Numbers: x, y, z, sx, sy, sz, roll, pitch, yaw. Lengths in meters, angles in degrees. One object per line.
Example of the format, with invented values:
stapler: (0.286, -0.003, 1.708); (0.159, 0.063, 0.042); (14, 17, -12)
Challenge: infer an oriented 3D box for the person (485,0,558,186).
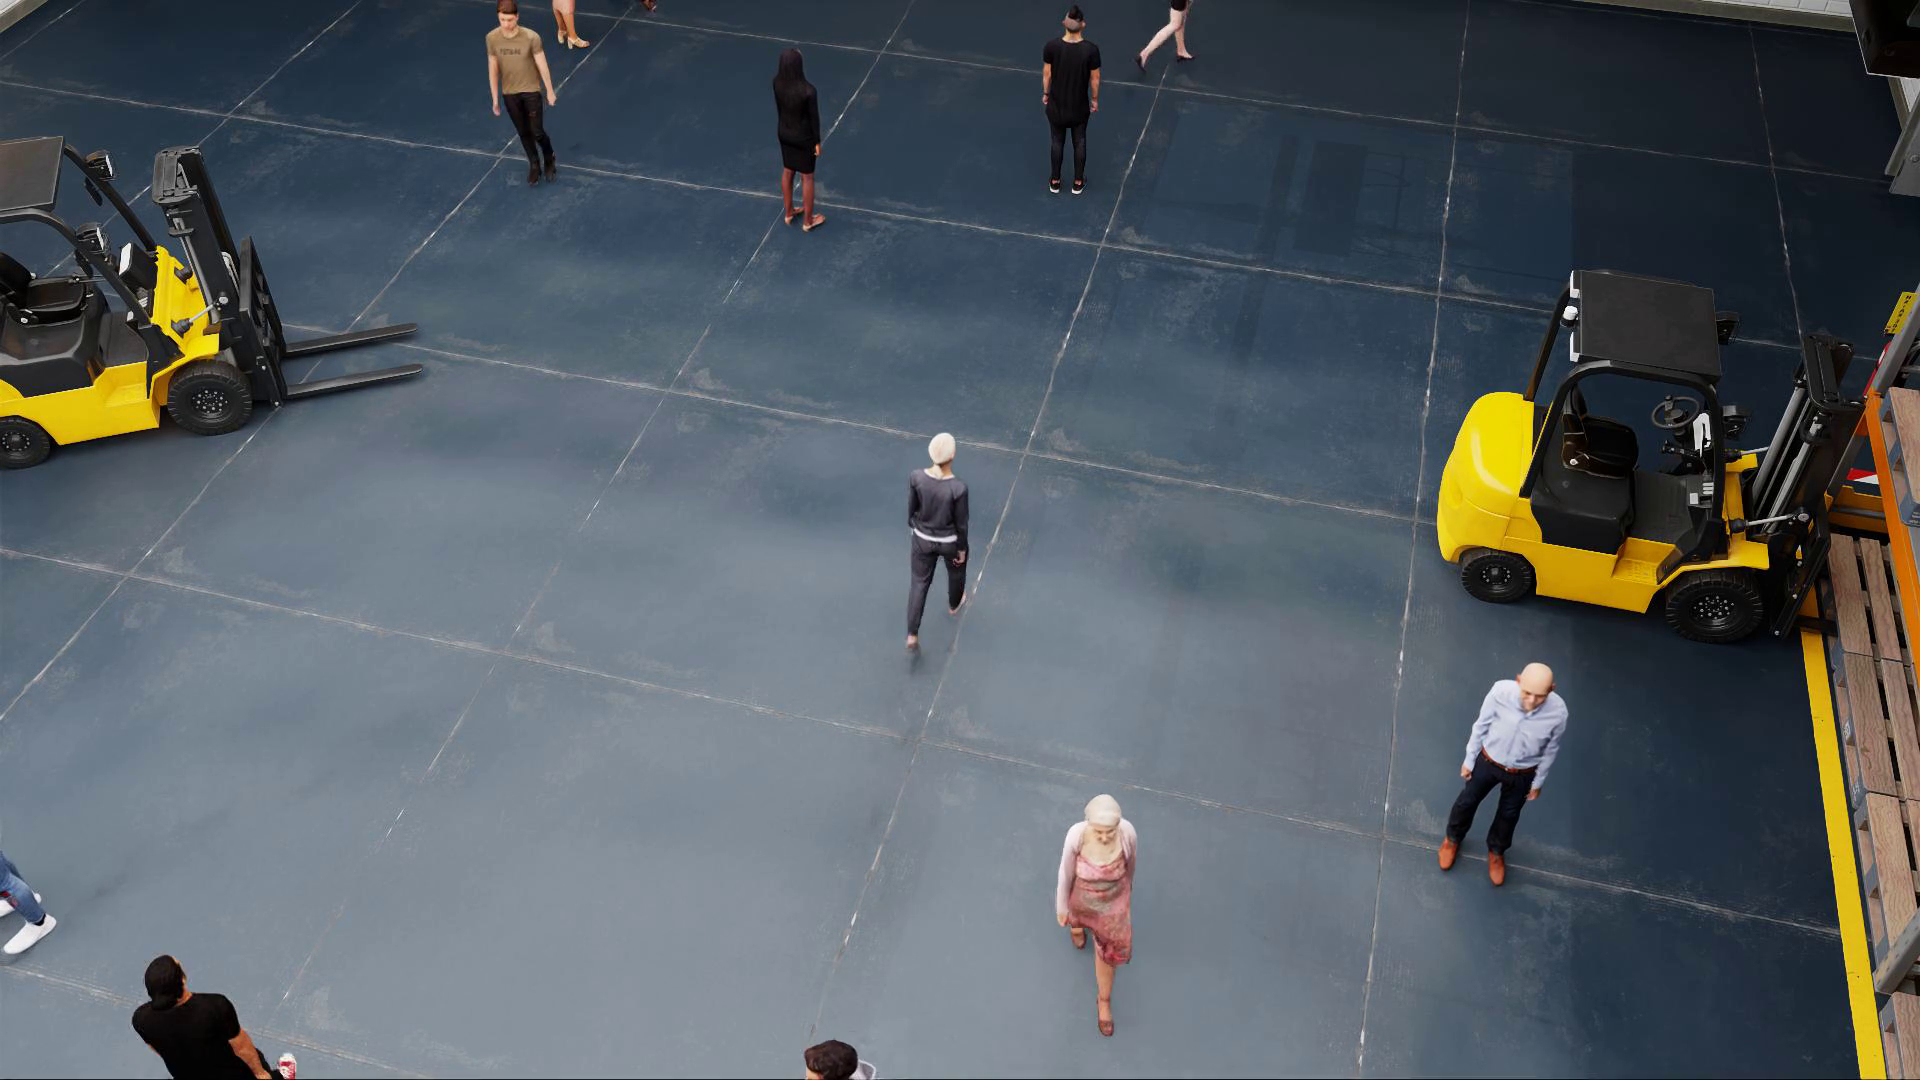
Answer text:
person: (-4.001, -4.173, 15.337); (0.718, 1.836, 0.701); (5, 44, 5)

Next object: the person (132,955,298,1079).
person: (-3.678, 2.692, 8.205); (0.920, 1.734, 1.086); (-8, 44, -8)

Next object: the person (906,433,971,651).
person: (-0.173, 0.022, 11.029); (0.590, 1.703, 0.984); (10, 45, 11)

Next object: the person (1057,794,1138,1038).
person: (0.716, 1.865, 9.138); (0.842, 1.643, 1.146); (-3, 44, -4)

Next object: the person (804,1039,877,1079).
person: (-0.459, 2.872, 7.888); (1.050, 1.912, 1.008); (-18, 47, -18)

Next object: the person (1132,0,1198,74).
person: (2.135, -5.561, 16.817); (1.053, 1.806, 1.083); (-16, 46, -16)

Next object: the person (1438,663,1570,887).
person: (3.153, 1.310, 9.618); (0.650, 1.786, 0.574); (15, 46, 15)

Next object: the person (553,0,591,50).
person: (-4.177, -6.004, 17.262); (0.686, 1.832, 0.655); (-28, 50, -27)

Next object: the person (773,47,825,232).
person: (-1.451, -3.581, 14.799); (0.651, 1.722, 0.594); (22, 48, 21)

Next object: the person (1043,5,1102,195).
person: (1.005, -4.029, 15.165); (0.705, 1.864, 0.620); (5, 44, 5)
